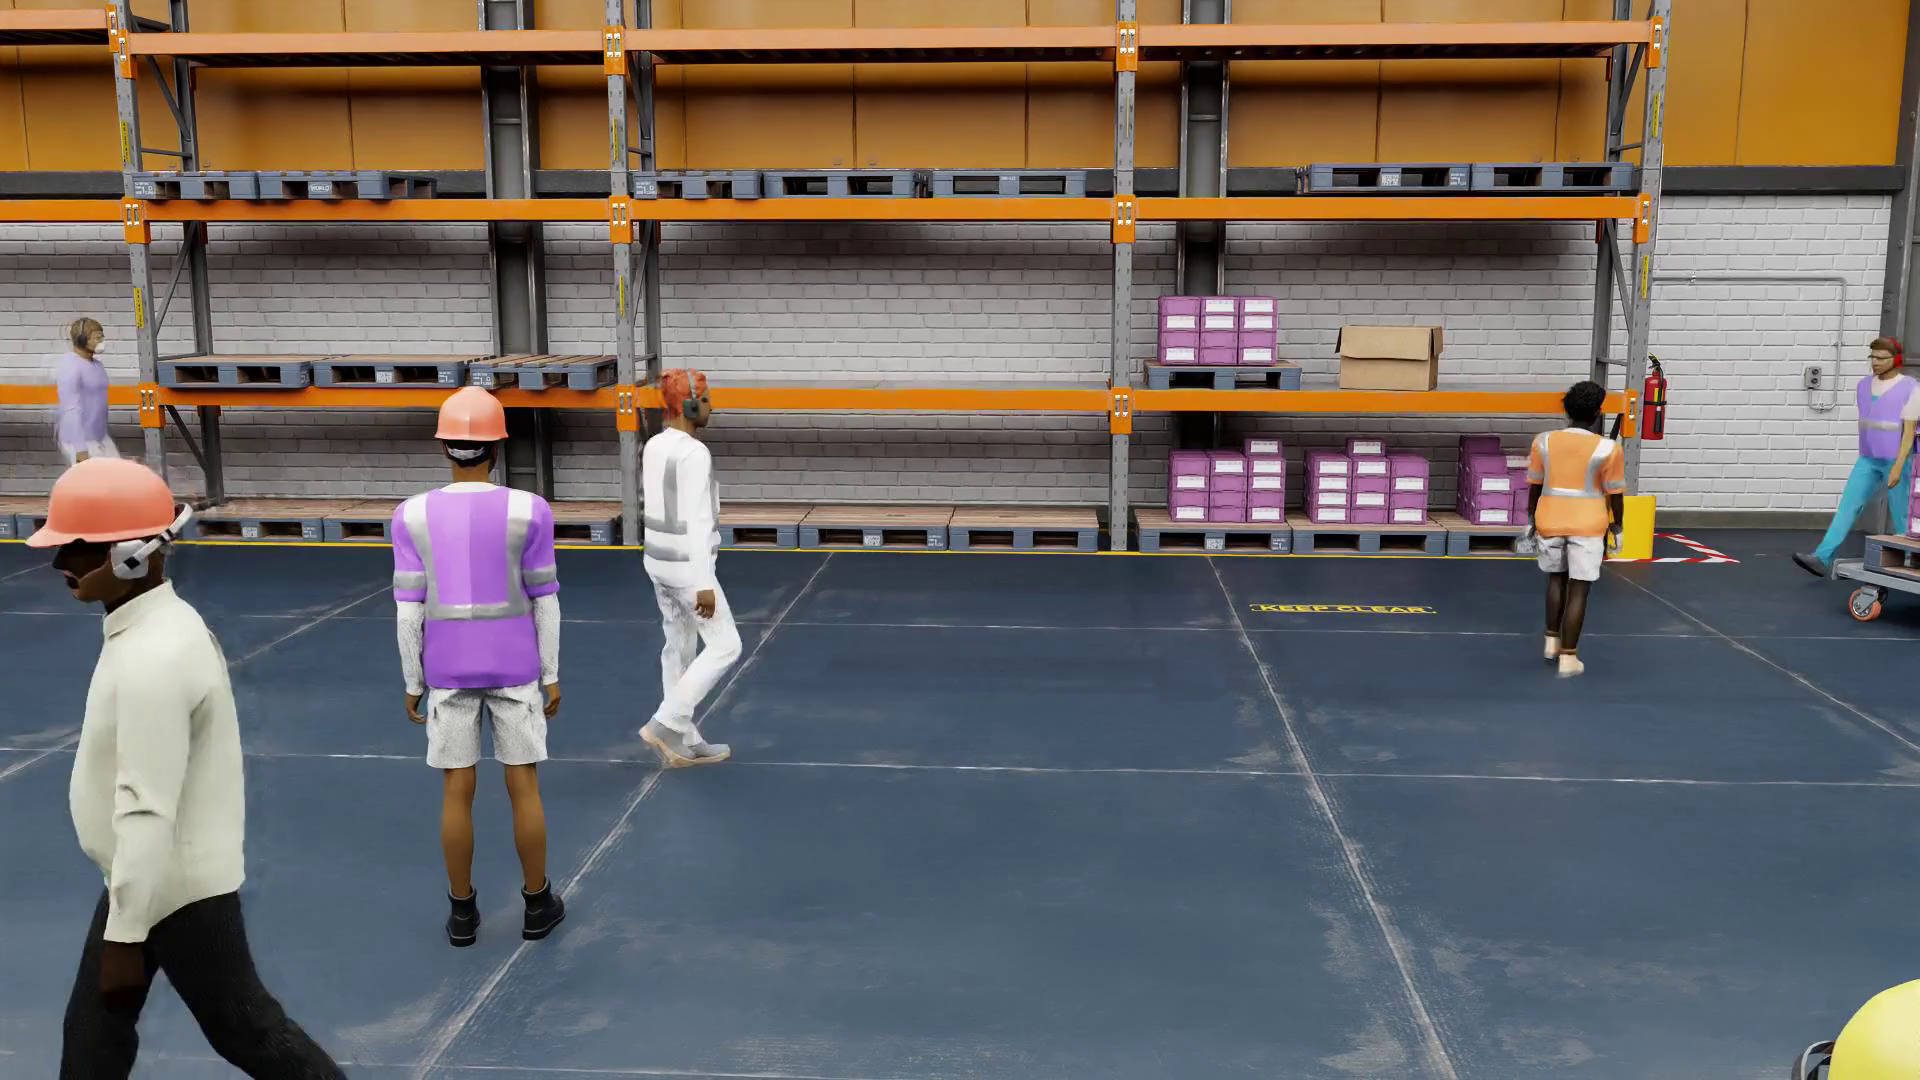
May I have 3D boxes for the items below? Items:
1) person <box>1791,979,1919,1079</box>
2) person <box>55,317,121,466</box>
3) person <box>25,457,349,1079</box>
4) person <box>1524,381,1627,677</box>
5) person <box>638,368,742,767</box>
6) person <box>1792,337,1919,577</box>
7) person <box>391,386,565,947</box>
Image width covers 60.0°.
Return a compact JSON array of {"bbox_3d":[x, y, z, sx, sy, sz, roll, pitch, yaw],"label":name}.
[{"bbox_3d":[0.862,1.244,1.559,0.314,1.769,0.523,8,12,38],"label":"person"},{"bbox_3d":[-6.719,-0.747,12.772,0.491,1.923,0.635,-1,10,-5],"label":"person"},{"bbox_3d":[-1.828,0.768,3.847,1.049,1.943,0.631,-6,11,-30],"label":"person"},{"bbox_3d":[3.527,-0.068,9.492,0.549,1.677,0.508,9,13,41],"label":"person"},{"bbox_3d":[-1.247,0.147,7.665,0.416,1.871,0.611,-6,11,-32],"label":"person"},{"bbox_3d":[6.648,-0.574,12.123,0.993,1.784,0.570,-3,10,-17],"label":"person"},{"bbox_3d":[-1.652,0.441,5.756,0.545,1.939,0.374,-1,10,-7],"label":"person"}]
